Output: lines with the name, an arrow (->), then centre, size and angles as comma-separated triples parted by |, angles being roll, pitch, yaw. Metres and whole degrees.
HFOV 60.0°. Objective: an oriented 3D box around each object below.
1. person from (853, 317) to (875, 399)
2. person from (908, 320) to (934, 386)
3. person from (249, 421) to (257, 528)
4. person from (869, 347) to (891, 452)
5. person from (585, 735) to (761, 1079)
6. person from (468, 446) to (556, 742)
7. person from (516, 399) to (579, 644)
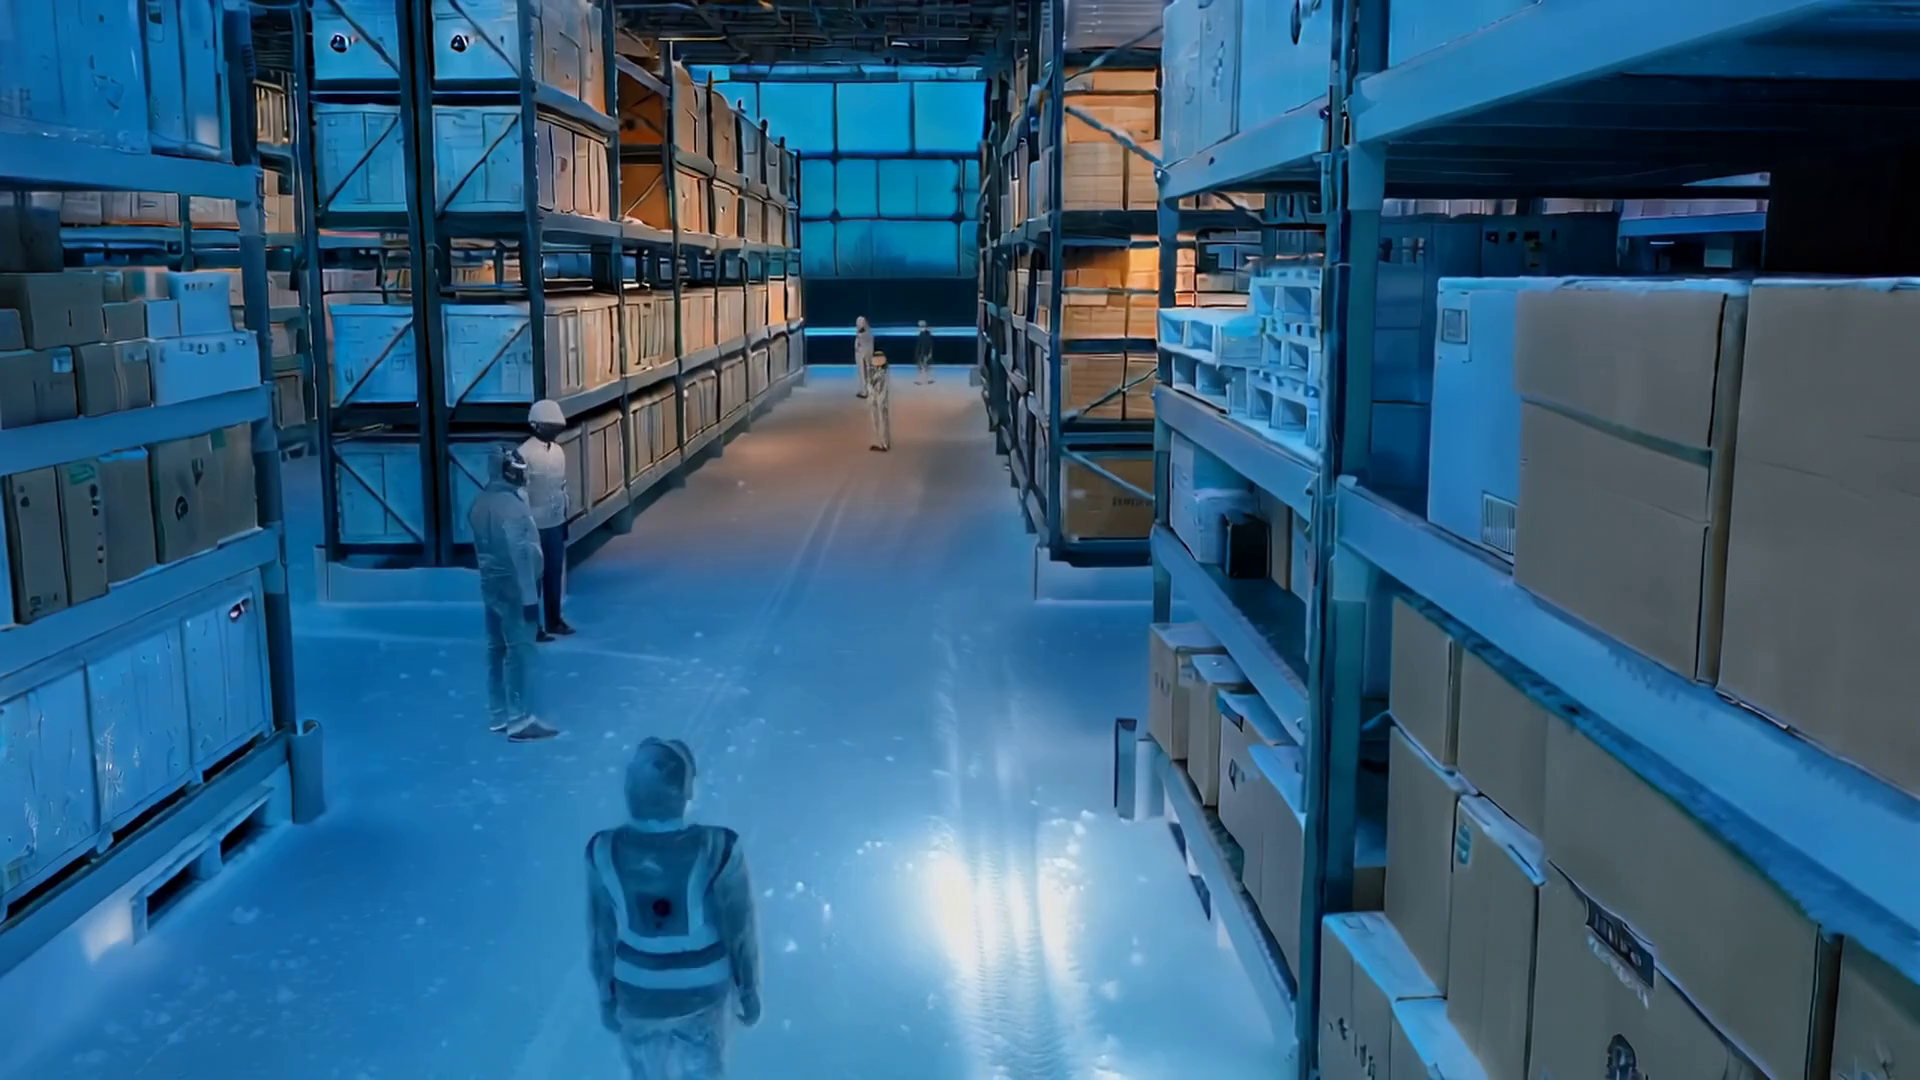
person -> -2.278, -4.272, 39.030 | 0.407, 1.906, 0.655 | -6, 11, -34
person -> -1.028, -4.857, 43.197 | 0.848, 1.708, 0.576 | -4, 10, -25
person -> -8.238, -0.857, 19.047 | 0.516, 1.597, 0.841 | -3, 10, -20
person -> -1.338, -2.329, 27.617 | 0.324, 1.740, 0.492 | -2, 10, -15
person -> -0.890, 1.406, 5.066 | 0.526, 1.621, 0.613 | 2, 9, 10
person -> -2.894, 0.343, 10.749 | 0.403, 1.903, 0.667 | -8, 12, -41
person -> -3.375, -0.155, 13.543 | 0.413, 1.983, 0.618 | 4, 10, 21
